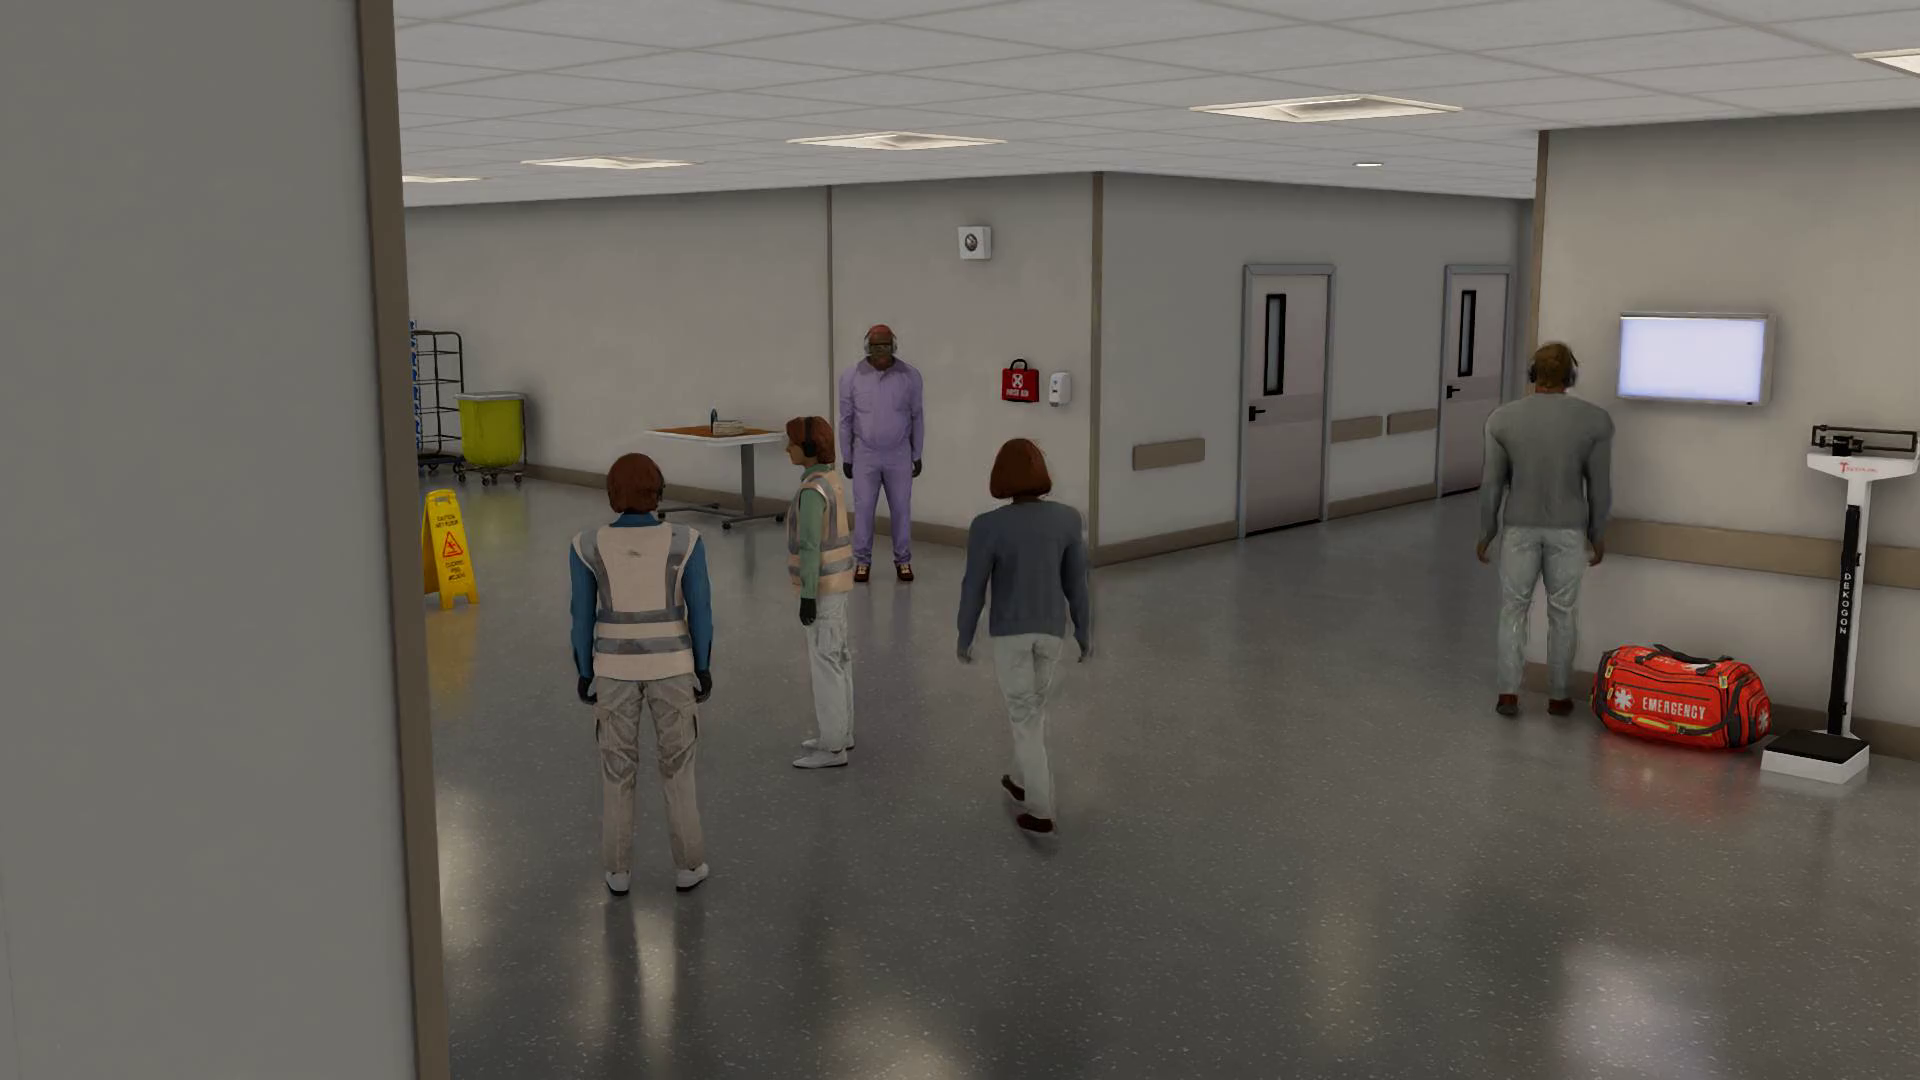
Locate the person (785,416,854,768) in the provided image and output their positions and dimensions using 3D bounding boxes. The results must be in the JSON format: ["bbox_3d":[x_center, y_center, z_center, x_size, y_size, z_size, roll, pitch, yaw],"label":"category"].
[{"bbox_3d":[-0.650,0.237,7.727,0.318,1.630,0.514,1,9,3],"label":"person"}]

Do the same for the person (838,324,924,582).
[{"bbox_3d":[-0.575,-0.633,12.239,0.631,1.899,0.402,-1,9,-6],"label":"person"}]

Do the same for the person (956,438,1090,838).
[{"bbox_3d":[0.227,0.377,6.902,0.530,1.597,0.752,-4,10,-23],"label":"person"}]

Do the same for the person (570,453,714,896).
[{"bbox_3d":[-1.160,0.495,6.102,0.514,1.640,0.310,-1,9,-5],"label":"person"}]

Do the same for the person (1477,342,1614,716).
[{"bbox_3d":[2.980,-0.040,8.524,0.653,1.930,0.511,3,10,20],"label":"person"}]
